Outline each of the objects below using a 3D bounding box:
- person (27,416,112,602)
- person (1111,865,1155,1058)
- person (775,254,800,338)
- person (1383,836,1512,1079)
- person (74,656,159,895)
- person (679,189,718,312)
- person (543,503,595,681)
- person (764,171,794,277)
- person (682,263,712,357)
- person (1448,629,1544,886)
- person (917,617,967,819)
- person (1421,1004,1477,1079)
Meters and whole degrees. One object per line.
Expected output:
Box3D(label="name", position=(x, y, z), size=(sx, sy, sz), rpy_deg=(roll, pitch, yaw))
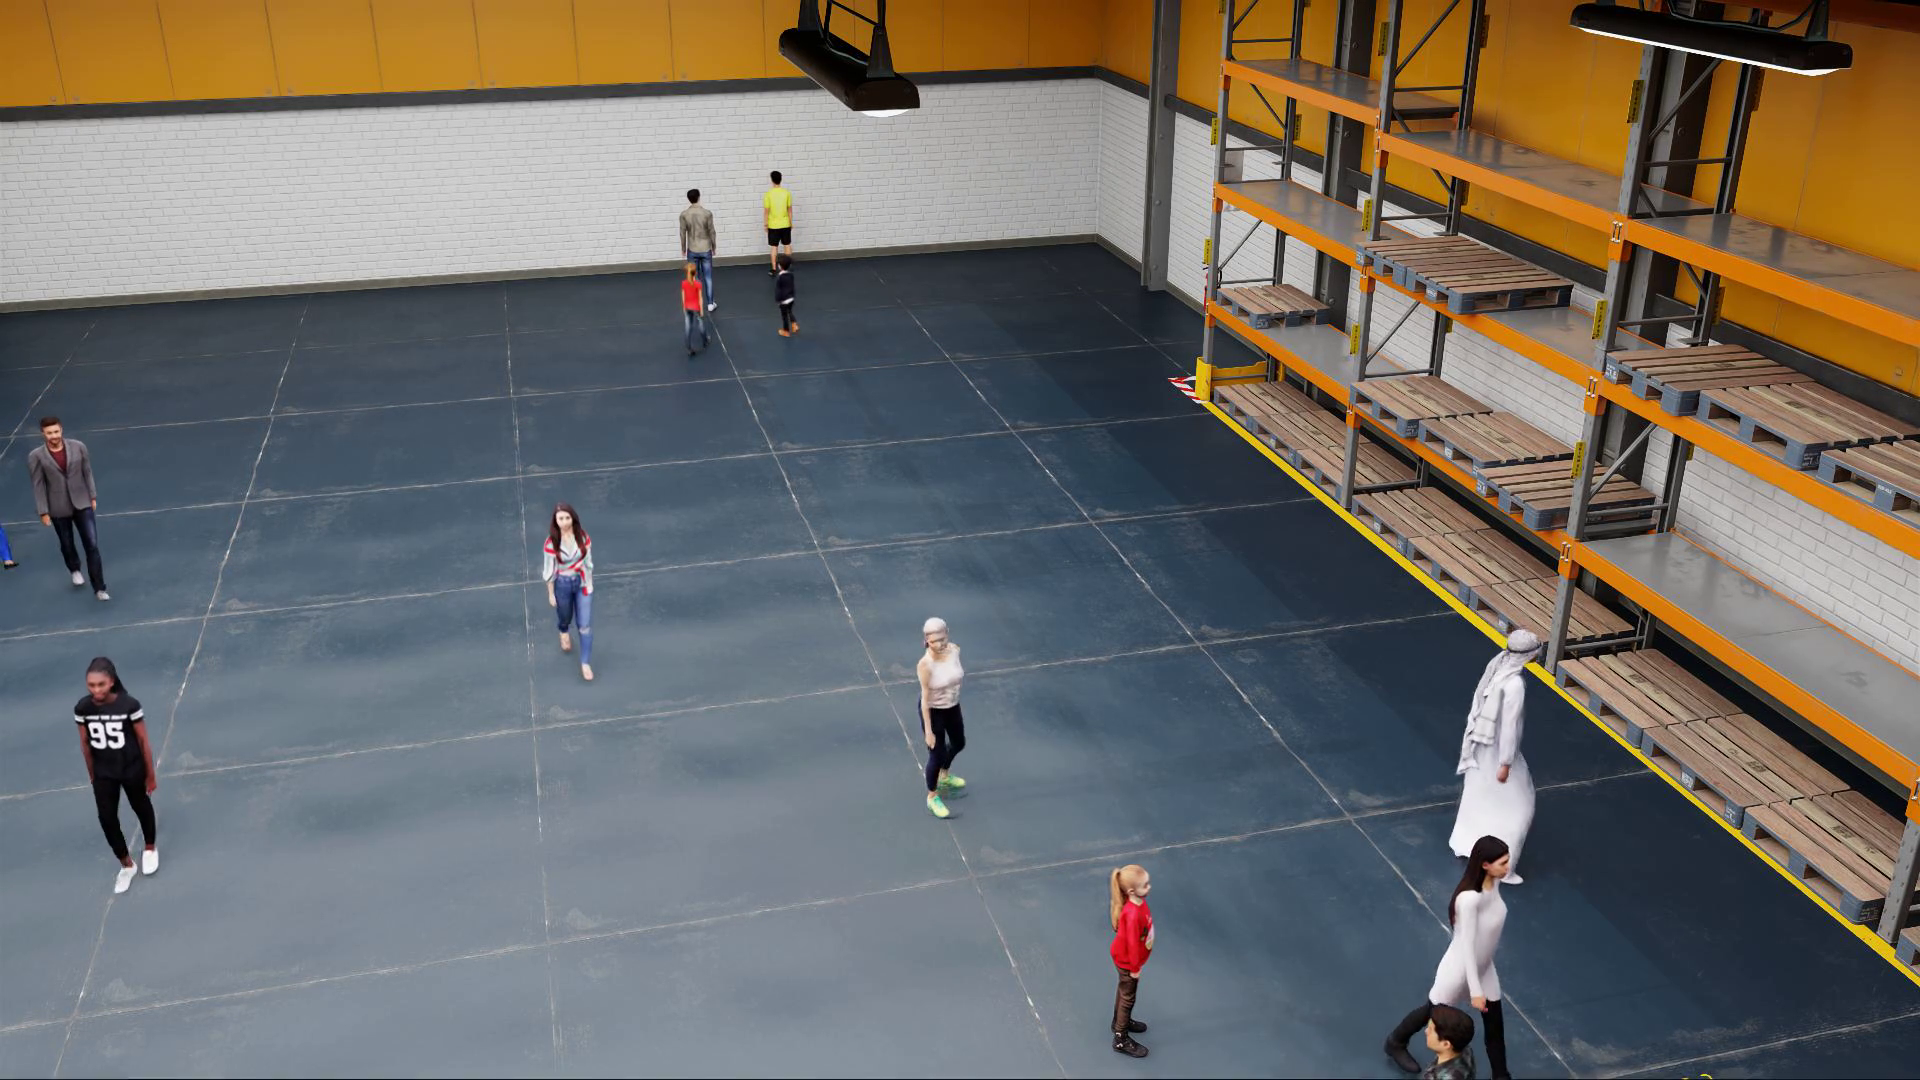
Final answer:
Box3D(label="person", position=(-8.618, -0.323, 16.061), size=(1.005, 1.820, 1.309), rpy_deg=(-16, 28, -33))
Box3D(label="person", position=(1.047, 2.540, 10.182), size=(0.619, 1.281, 0.515), rpy_deg=(2, 24, 5))
Box3D(label="person", position=(-2.492, -3.541, 24.169), size=(0.697, 1.221, 0.637), rpy_deg=(19, 30, 37))
Box3D(label="person", position=(2.864, 2.491, 9.697), size=(1.249, 1.761, 1.001), rpy_deg=(22, 32, 40))
Box3D(label="person", position=(-5.925, 1.595, 11.803), size=(0.643, 1.715, 0.752), rpy_deg=(-5, 24, -11))
Box3D(label="person", position=(-3.983, -4.419, 25.369), size=(0.733, 1.868, 0.637), rpy_deg=(-3, 24, -6))
Box3D(label="person", position=(-3.453, 0.394, 14.710), size=(0.690, 1.587, 1.062), rpy_deg=(-9, 25, -20))
Box3D(label="person", position=(-2.975, -5.218, 27.407), size=(0.614, 1.700, 0.536), rpy_deg=(-6, 24, -13))
Box3D(label="person", position=(-3.767, -3.207, 23.325), size=(0.763, 1.284, 0.962), rpy_deg=(6, 24, 12))
Box3D(label="person", position=(3.773, 1.486, 11.804), size=(0.923, 1.914, 0.753), rpy_deg=(-4, 24, -10))
Box3D(label="person", position=(-0.149, 1.306, 12.502), size=(0.936, 1.684, 0.917), rpy_deg=(11, 26, 24))
Box3D(label="person", position=(2.458, 3.089, 8.377), size=(0.915, 1.704, 0.883), rpy_deg=(9, 25, 21))
